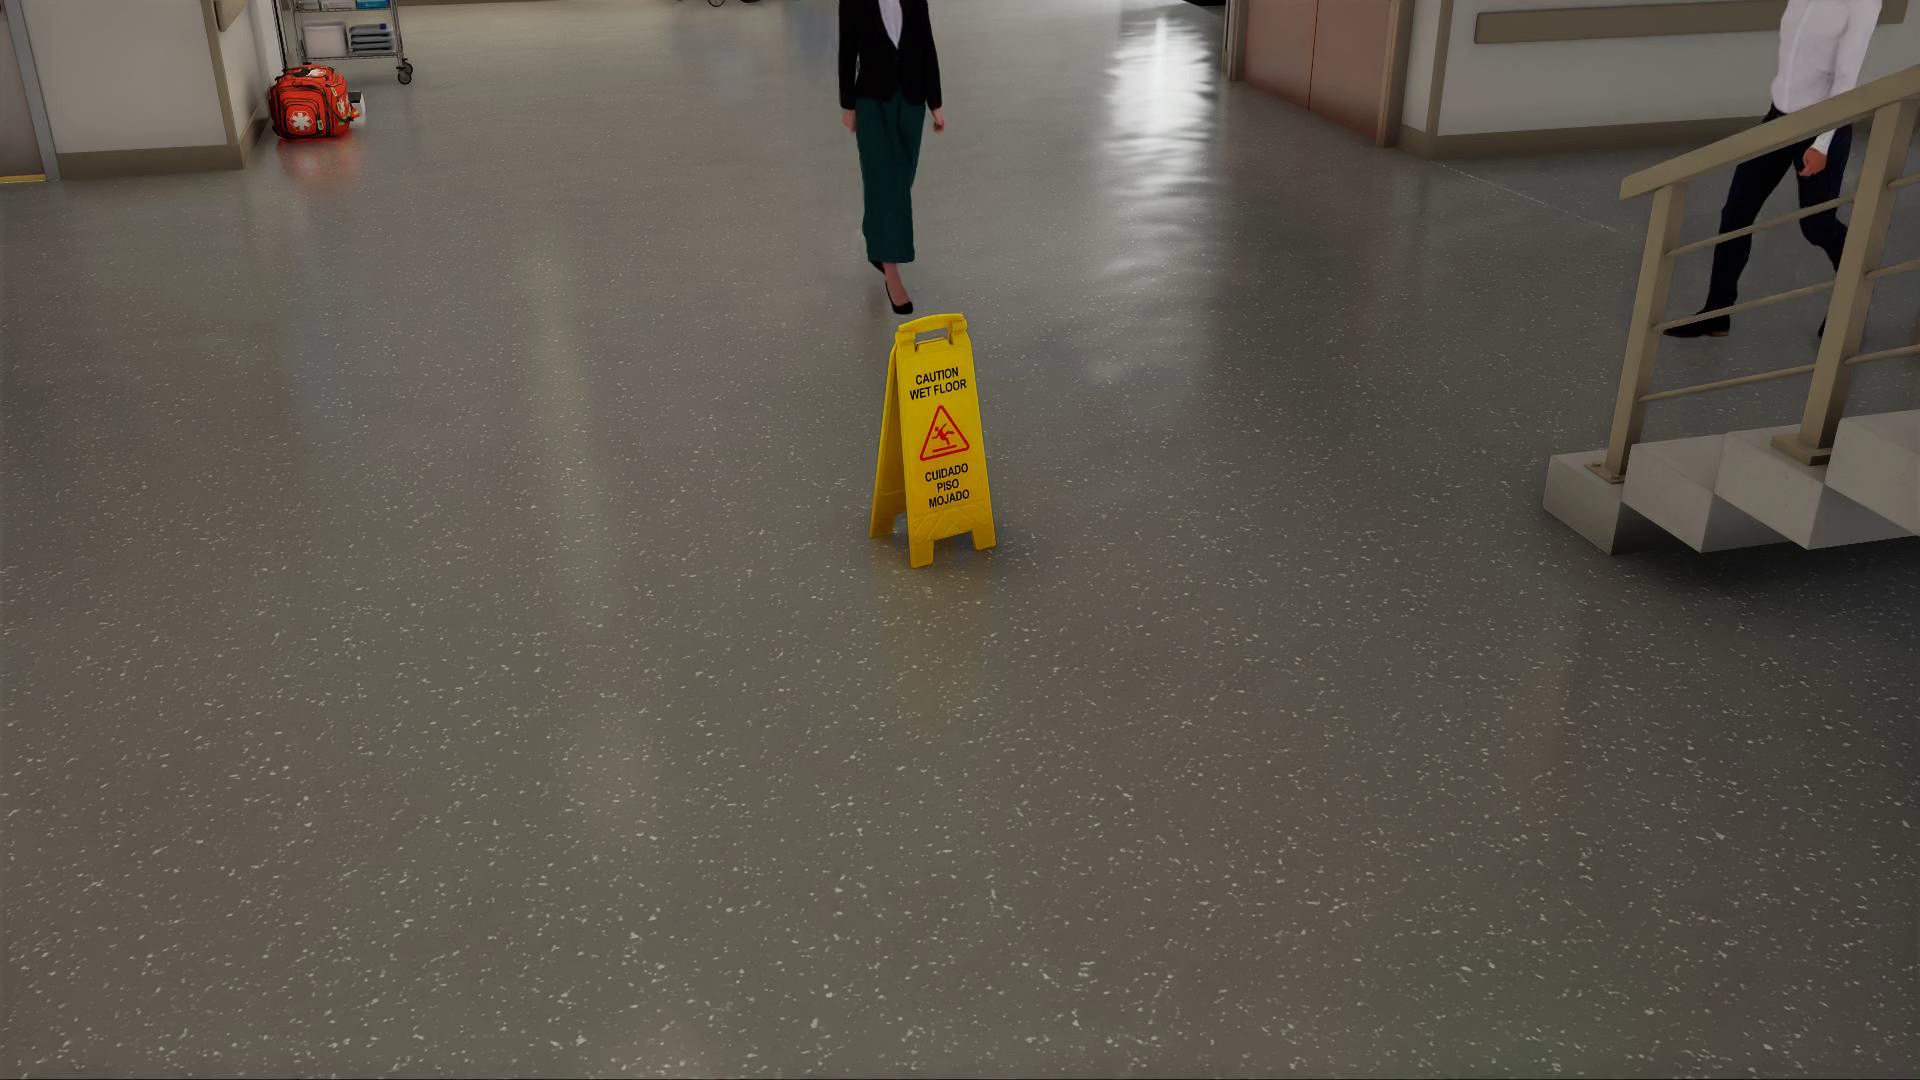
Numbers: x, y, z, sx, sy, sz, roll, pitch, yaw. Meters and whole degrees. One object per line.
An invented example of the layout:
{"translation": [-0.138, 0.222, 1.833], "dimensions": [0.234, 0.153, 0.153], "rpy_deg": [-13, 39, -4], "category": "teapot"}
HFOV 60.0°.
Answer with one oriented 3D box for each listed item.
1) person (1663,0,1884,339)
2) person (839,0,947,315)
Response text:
{"translation": [3.653, -1.722, 7.026], "dimensions": [0.749, 1.852, 1.165], "rpy_deg": [-9, 27, -19], "category": "person"}
{"translation": [-0.345, -1.950, 7.675], "dimensions": [0.718, 1.700, 1.132], "rpy_deg": [-11, 28, -22], "category": "person"}
